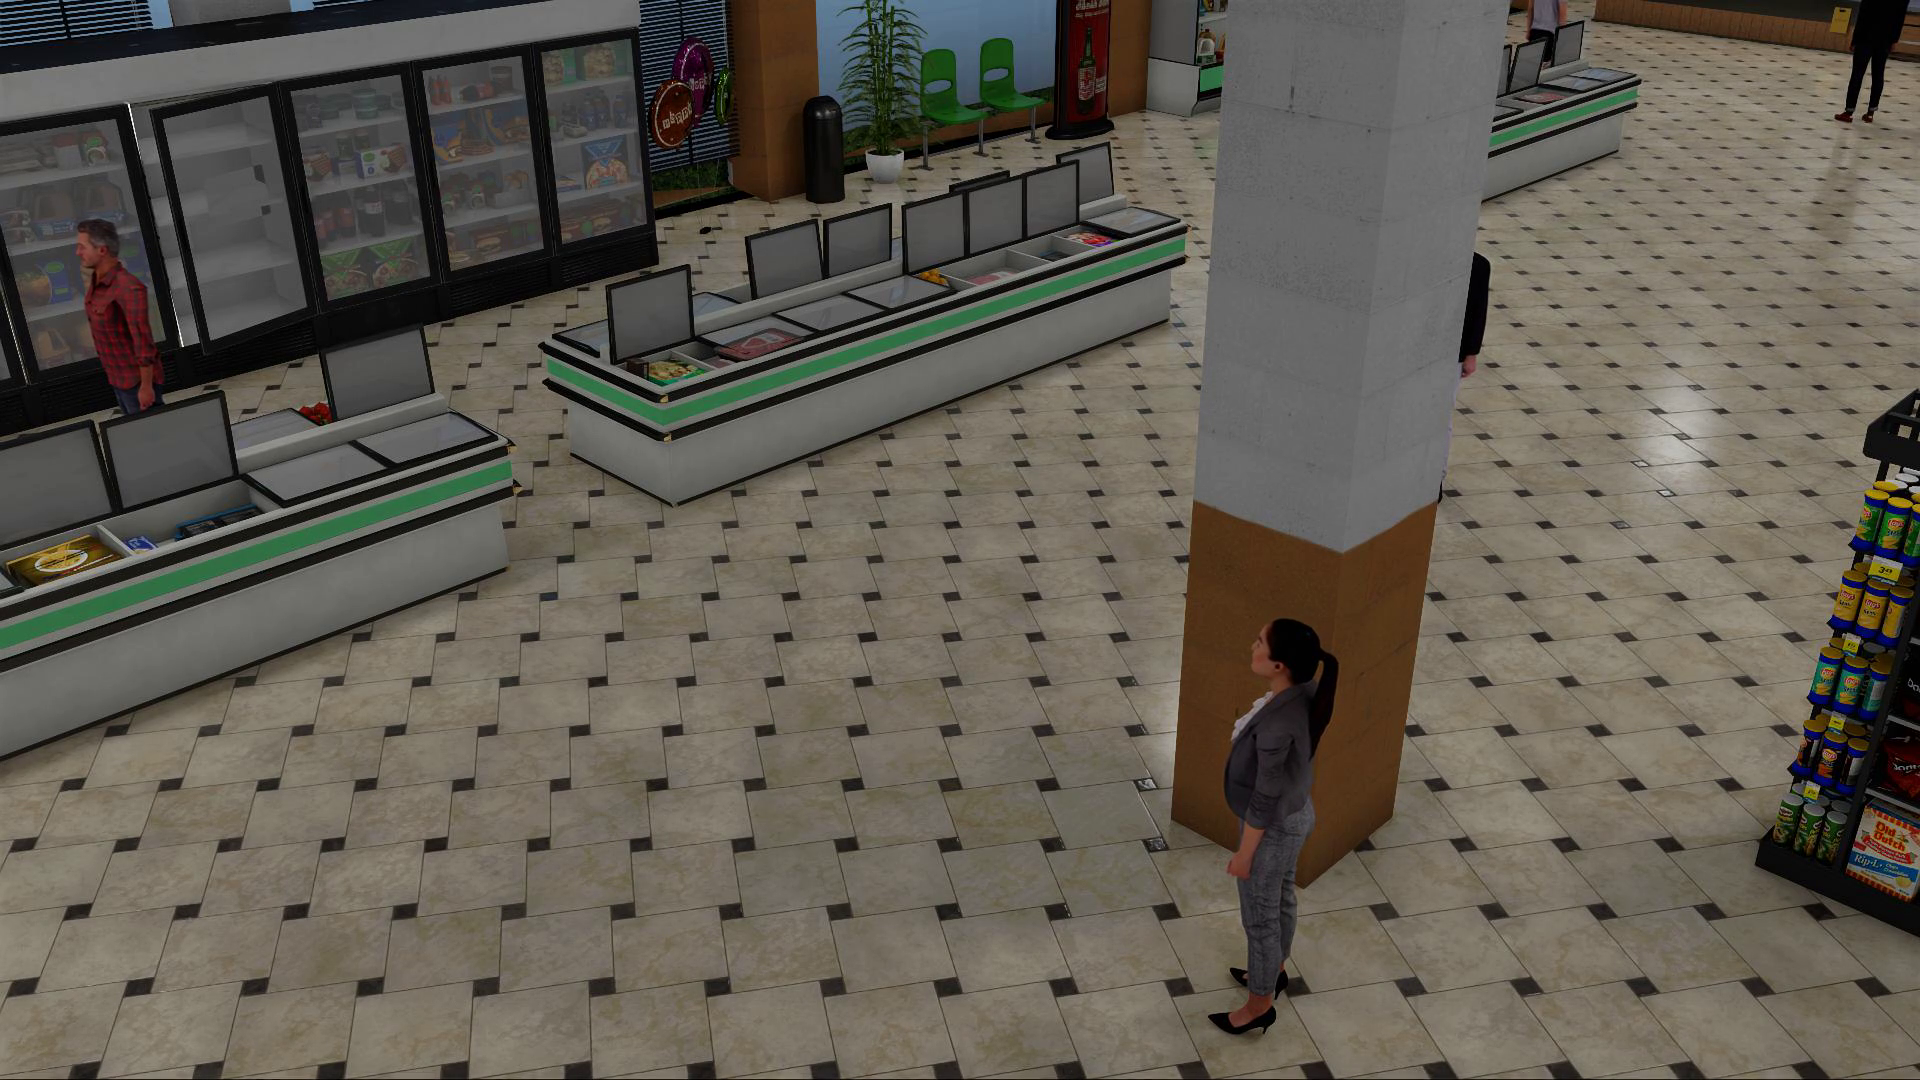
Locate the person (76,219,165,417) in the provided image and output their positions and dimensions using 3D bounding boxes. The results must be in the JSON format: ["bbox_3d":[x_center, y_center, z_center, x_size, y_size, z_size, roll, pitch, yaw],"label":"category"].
[{"bbox_3d":[-4.759,-0.961,9.600,0.555,1.829,0.703,-21,34,-36],"label":"person"}]

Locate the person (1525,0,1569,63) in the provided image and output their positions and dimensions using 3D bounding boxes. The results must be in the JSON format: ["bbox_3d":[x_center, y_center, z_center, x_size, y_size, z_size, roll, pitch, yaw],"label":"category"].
[{"bbox_3d":[6.727,-5.824,19.153,0.621,1.863,0.699,-17,31,-29],"label":"person"}]

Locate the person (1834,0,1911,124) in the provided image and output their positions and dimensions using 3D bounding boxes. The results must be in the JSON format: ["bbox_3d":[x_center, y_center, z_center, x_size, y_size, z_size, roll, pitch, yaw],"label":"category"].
[{"bbox_3d":[10.406,-5.676,18.911,0.783,1.819,0.833,1,27,2],"label":"person"}]

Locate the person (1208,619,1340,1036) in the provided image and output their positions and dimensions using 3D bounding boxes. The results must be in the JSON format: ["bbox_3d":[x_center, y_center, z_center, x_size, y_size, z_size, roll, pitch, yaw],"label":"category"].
[{"bbox_3d":[1.105,1.020,5.861,0.750,1.678,0.628,13,30,24],"label":"person"}]
